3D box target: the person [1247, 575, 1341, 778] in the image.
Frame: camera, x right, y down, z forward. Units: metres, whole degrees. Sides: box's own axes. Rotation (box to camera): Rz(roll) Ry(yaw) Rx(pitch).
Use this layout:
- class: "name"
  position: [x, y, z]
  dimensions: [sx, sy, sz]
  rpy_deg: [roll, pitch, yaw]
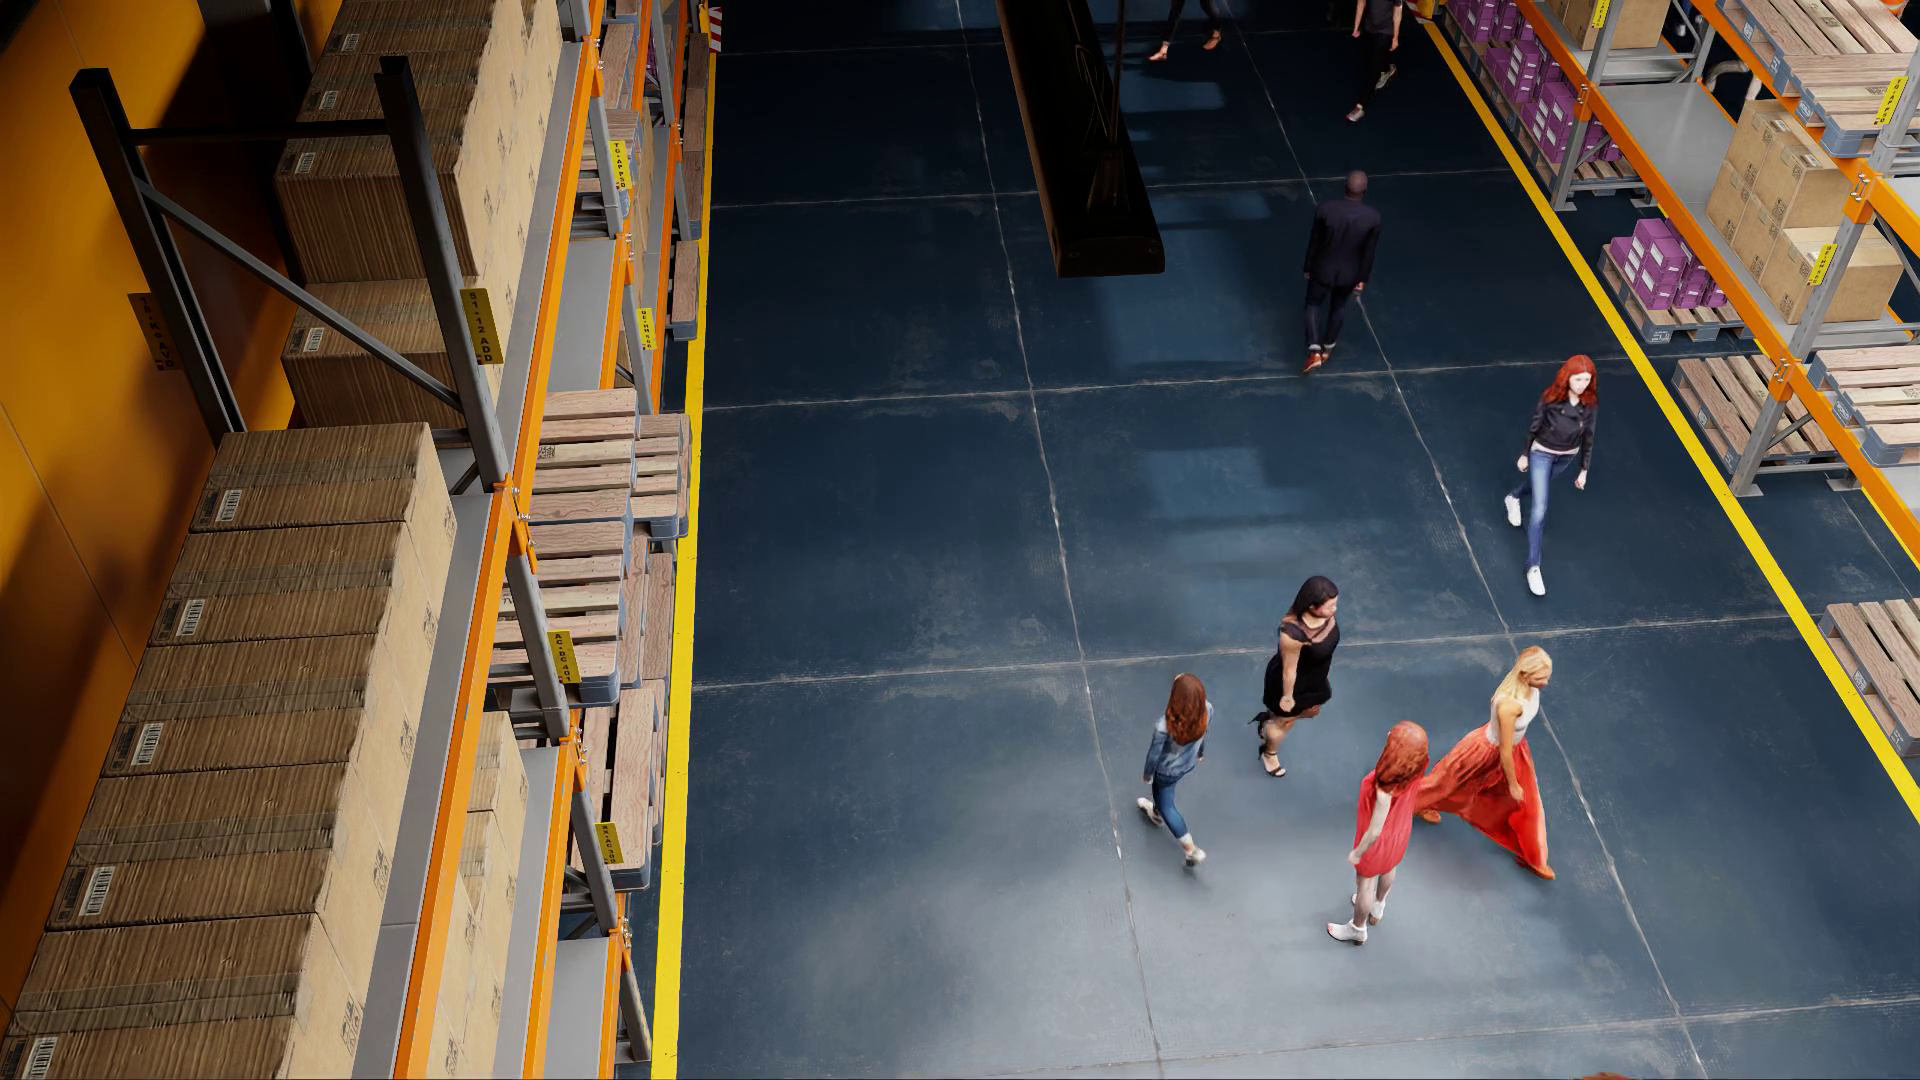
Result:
- class: "person"
  position: [1.983, 0.810, 10.226]
  dimensions: [0.895, 1.705, 0.835]
  rpy_deg: [29, 51, 27]

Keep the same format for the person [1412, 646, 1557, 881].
- class: "person"
  position: [3.038, 1.222, 9.770]
  dimensions: [1.308, 1.736, 1.137]
  rpy_deg: [34, 53, 31]

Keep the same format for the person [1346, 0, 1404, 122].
- class: "person"
  position: [4.168, -5.035, 16.346]
  dimensions: [1.177, 1.724, 1.189]
  rpy_deg: [34, 53, 31]

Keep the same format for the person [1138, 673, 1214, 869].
- class: "person"
  position: [1.307, 1.360, 9.828]
  dimensions: [0.830, 1.457, 0.998]
  rpy_deg: [-24, 49, -23]

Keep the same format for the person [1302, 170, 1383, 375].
- class: "person"
  position: [2.966, -2.073, 13.186]
  dimensions: [0.824, 1.796, 1.011]
  rpy_deg: [6, 44, 7]

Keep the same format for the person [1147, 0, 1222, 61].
- class: "person"
  position: [2.516, -5.817, 17.134]
  dimensions: [1.098, 1.771, 1.190]
  rpy_deg: [-28, 50, -26]

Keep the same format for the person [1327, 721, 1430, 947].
- class: "person"
  position: [2.359, 1.636, 9.269]
  dimensions: [0.712, 1.828, 0.665]
  rpy_deg: [33, 53, 30]

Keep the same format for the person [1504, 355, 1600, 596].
- class: "person"
  position: [4.126, -0.599, 11.685]
  dimensions: [0.670, 1.731, 1.259]
  rpy_deg: [0, 44, 0]
